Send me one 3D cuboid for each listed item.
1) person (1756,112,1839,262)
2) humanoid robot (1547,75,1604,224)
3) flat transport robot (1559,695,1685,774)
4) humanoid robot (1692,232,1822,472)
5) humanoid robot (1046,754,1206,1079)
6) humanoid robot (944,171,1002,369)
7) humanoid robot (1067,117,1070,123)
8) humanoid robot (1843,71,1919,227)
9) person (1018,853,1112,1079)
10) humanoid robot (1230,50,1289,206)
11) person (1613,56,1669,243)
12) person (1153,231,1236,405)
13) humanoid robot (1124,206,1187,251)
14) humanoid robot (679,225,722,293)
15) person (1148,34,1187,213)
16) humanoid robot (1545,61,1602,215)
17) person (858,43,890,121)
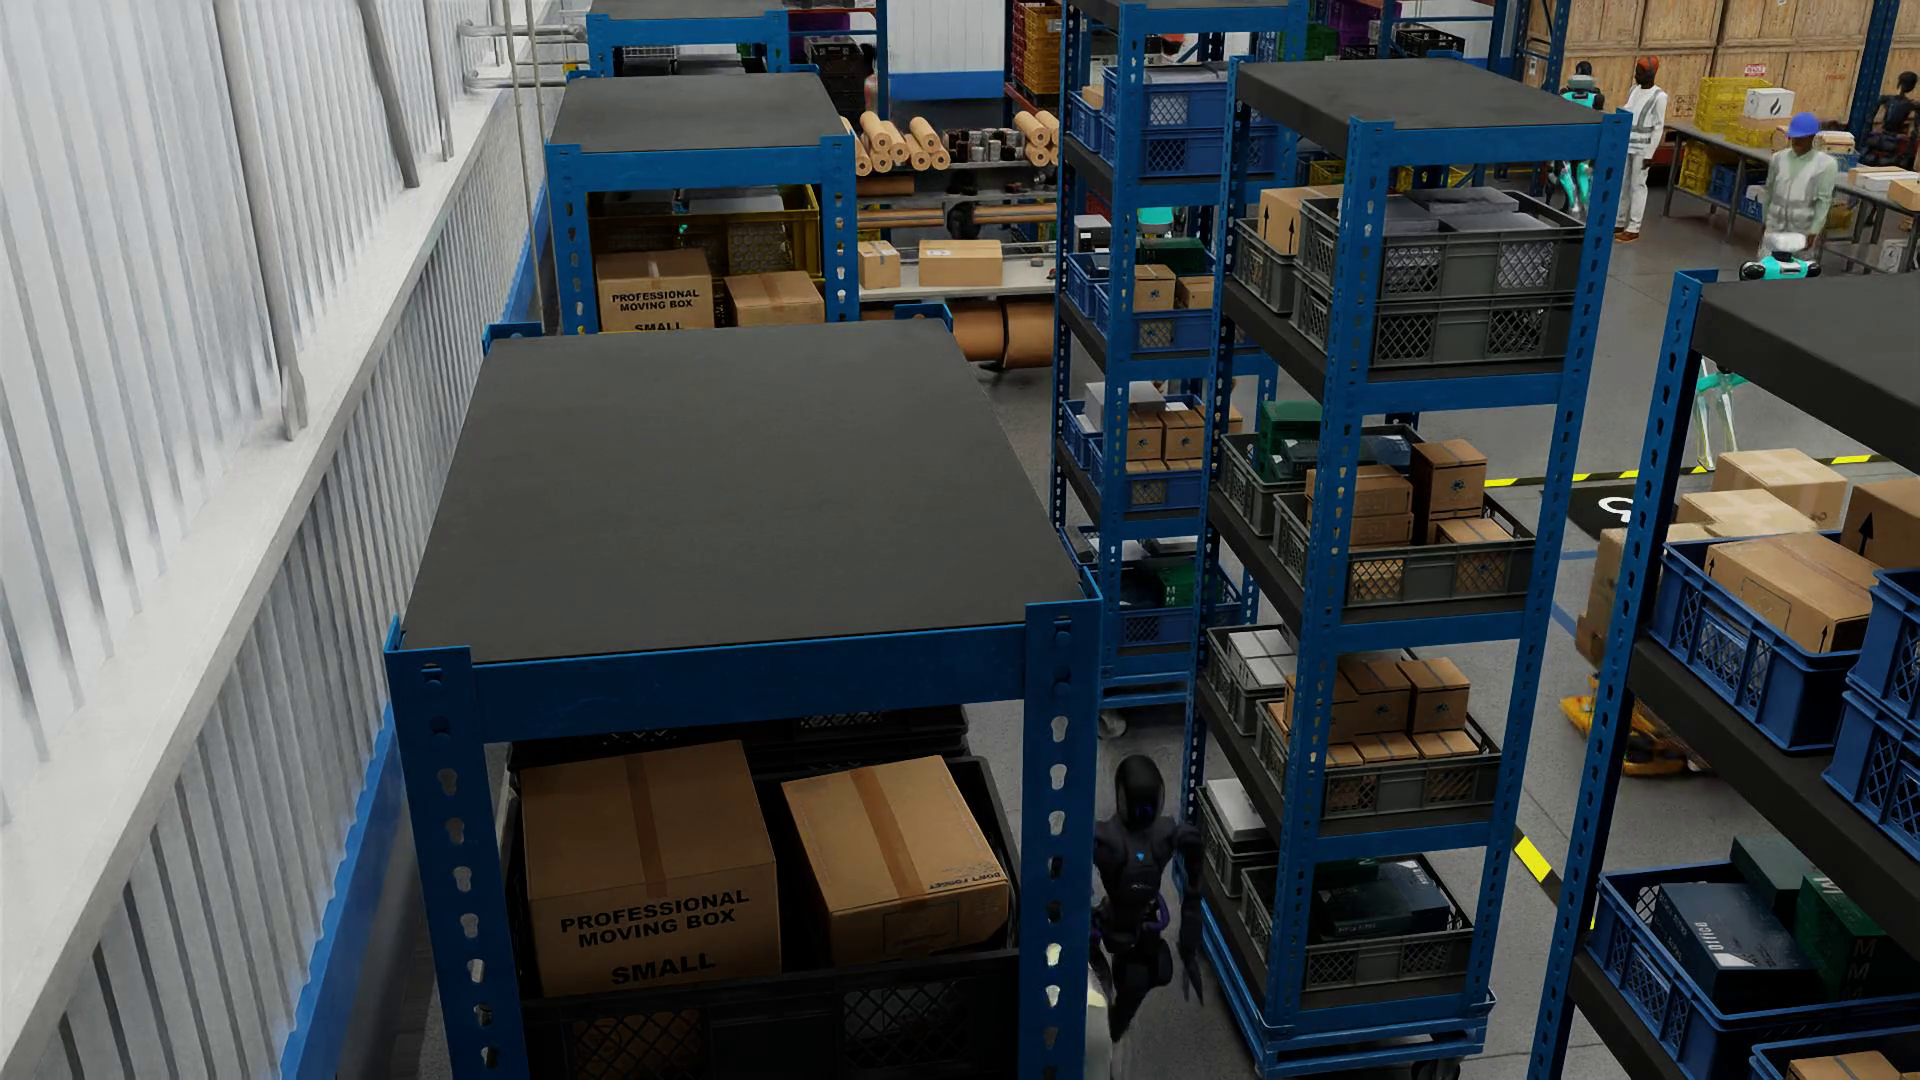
[{"bbox_3d":[7.064,-2.681,14.179,1.019,1.890,0.608,-21,32,-38],"label":"person"},{"bbox_3d":[6.149,-3.623,16.535,0.536,1.856,0.838,-2,25,-3],"label":"humanoid robot"},{"bbox_3d":[3.848,0.872,8.369,1.431,0.197,0.652,-4,25,-8],"label":"flat transport robot"},{"bbox_3d":[5.264,-1.307,11.223,0.533,1.677,0.735,-4,25,-8],"label":"humanoid robot"},{"bbox_3d":[0.534,1.388,5.670,0.595,1.621,0.788,-5,25,-10],"label":"humanoid robot"},{"bbox_3d":[0.028,-2.153,13.331,0.761,1.620,0.584,8,26,16],"label":"humanoid robot"},{"bbox_3d":[1.107,-4.345,17.949,0.722,1.759,0.535,-17,30,-32],"label":"humanoid robot"},{"bbox_3d":[9.709,-4.108,17.570,0.491,1.644,0.593,-14,28,-28],"label":"humanoid robot"},{"bbox_3d":[0.162,1.666,4.835,0.432,1.813,0.880,-11,27,-23],"label":"person"},{"bbox_3d":[3.313,-4.490,18.276,0.929,1.745,0.582,-6,25,-12],"label":"humanoid robot"},{"bbox_3d":[6.934,-4.006,17.071,0.355,1.886,0.573,-6,25,-12],"label":"person"},{"bbox_3d":[1.530,-1.099,10.801,0.588,1.846,0.407,-2,25,-5],"label":"person"},{"bbox_3d":[1.539,-2.475,13.761,0.533,1.677,0.735,-4,25,-8],"label":"humanoid robot"},{"bbox_3d":[-2.062,-1.881,12.615,0.545,1.718,1.018,-1,25,-3],"label":"humanoid robot"},{"bbox_3d":[2.246,-4.617,18.216,0.386,2.041,0.621,-10,27,-21],"label":"person"},{"bbox_3d":[6.645,-4.346,18.043,0.599,1.657,0.315,-4,25,-8],"label":"humanoid robot"},{"bbox_3d":[-0.915,-4.204,17.428,0.430,1.949,0.635,13,28,26],"label":"person"}]
